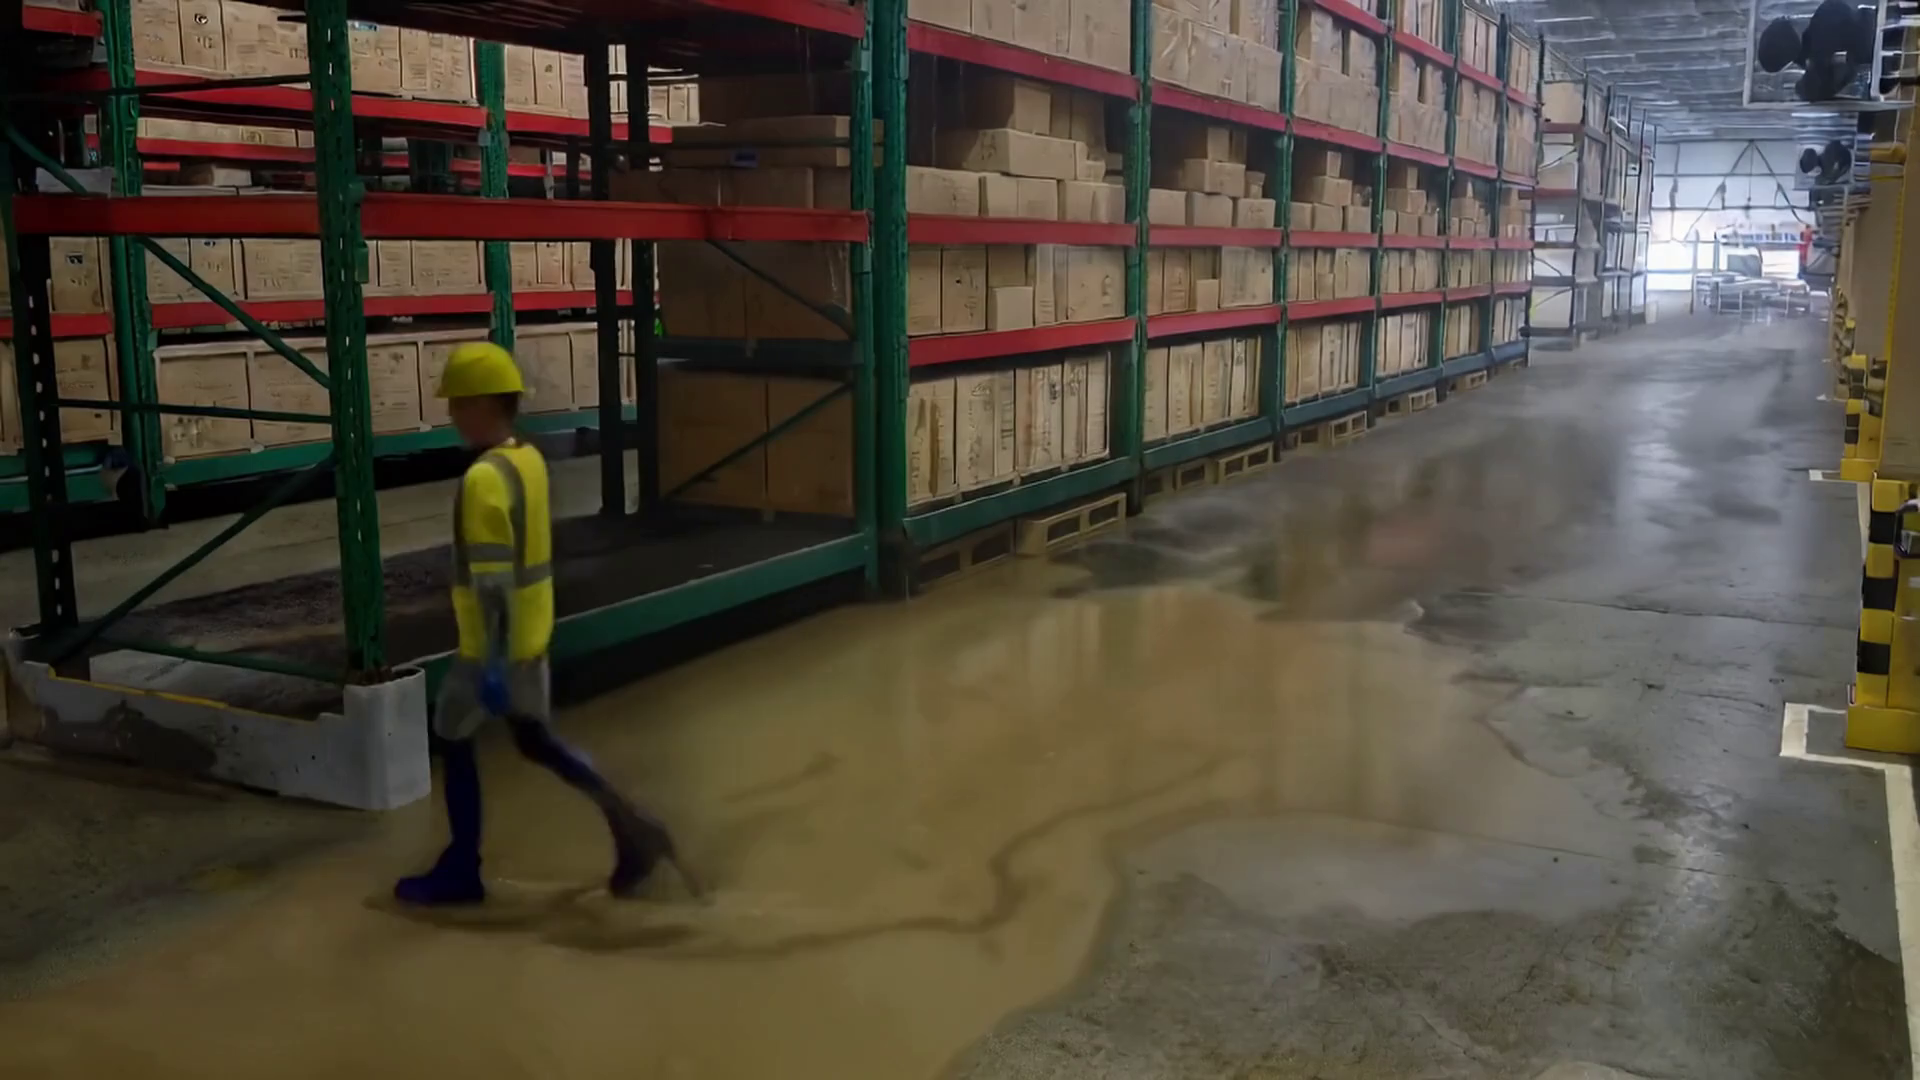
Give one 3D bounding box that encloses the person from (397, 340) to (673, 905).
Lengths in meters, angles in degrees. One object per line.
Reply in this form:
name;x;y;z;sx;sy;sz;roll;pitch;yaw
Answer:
person;-1.433;0.295;5.476;0.867;1.908;0.552;1;10;5
